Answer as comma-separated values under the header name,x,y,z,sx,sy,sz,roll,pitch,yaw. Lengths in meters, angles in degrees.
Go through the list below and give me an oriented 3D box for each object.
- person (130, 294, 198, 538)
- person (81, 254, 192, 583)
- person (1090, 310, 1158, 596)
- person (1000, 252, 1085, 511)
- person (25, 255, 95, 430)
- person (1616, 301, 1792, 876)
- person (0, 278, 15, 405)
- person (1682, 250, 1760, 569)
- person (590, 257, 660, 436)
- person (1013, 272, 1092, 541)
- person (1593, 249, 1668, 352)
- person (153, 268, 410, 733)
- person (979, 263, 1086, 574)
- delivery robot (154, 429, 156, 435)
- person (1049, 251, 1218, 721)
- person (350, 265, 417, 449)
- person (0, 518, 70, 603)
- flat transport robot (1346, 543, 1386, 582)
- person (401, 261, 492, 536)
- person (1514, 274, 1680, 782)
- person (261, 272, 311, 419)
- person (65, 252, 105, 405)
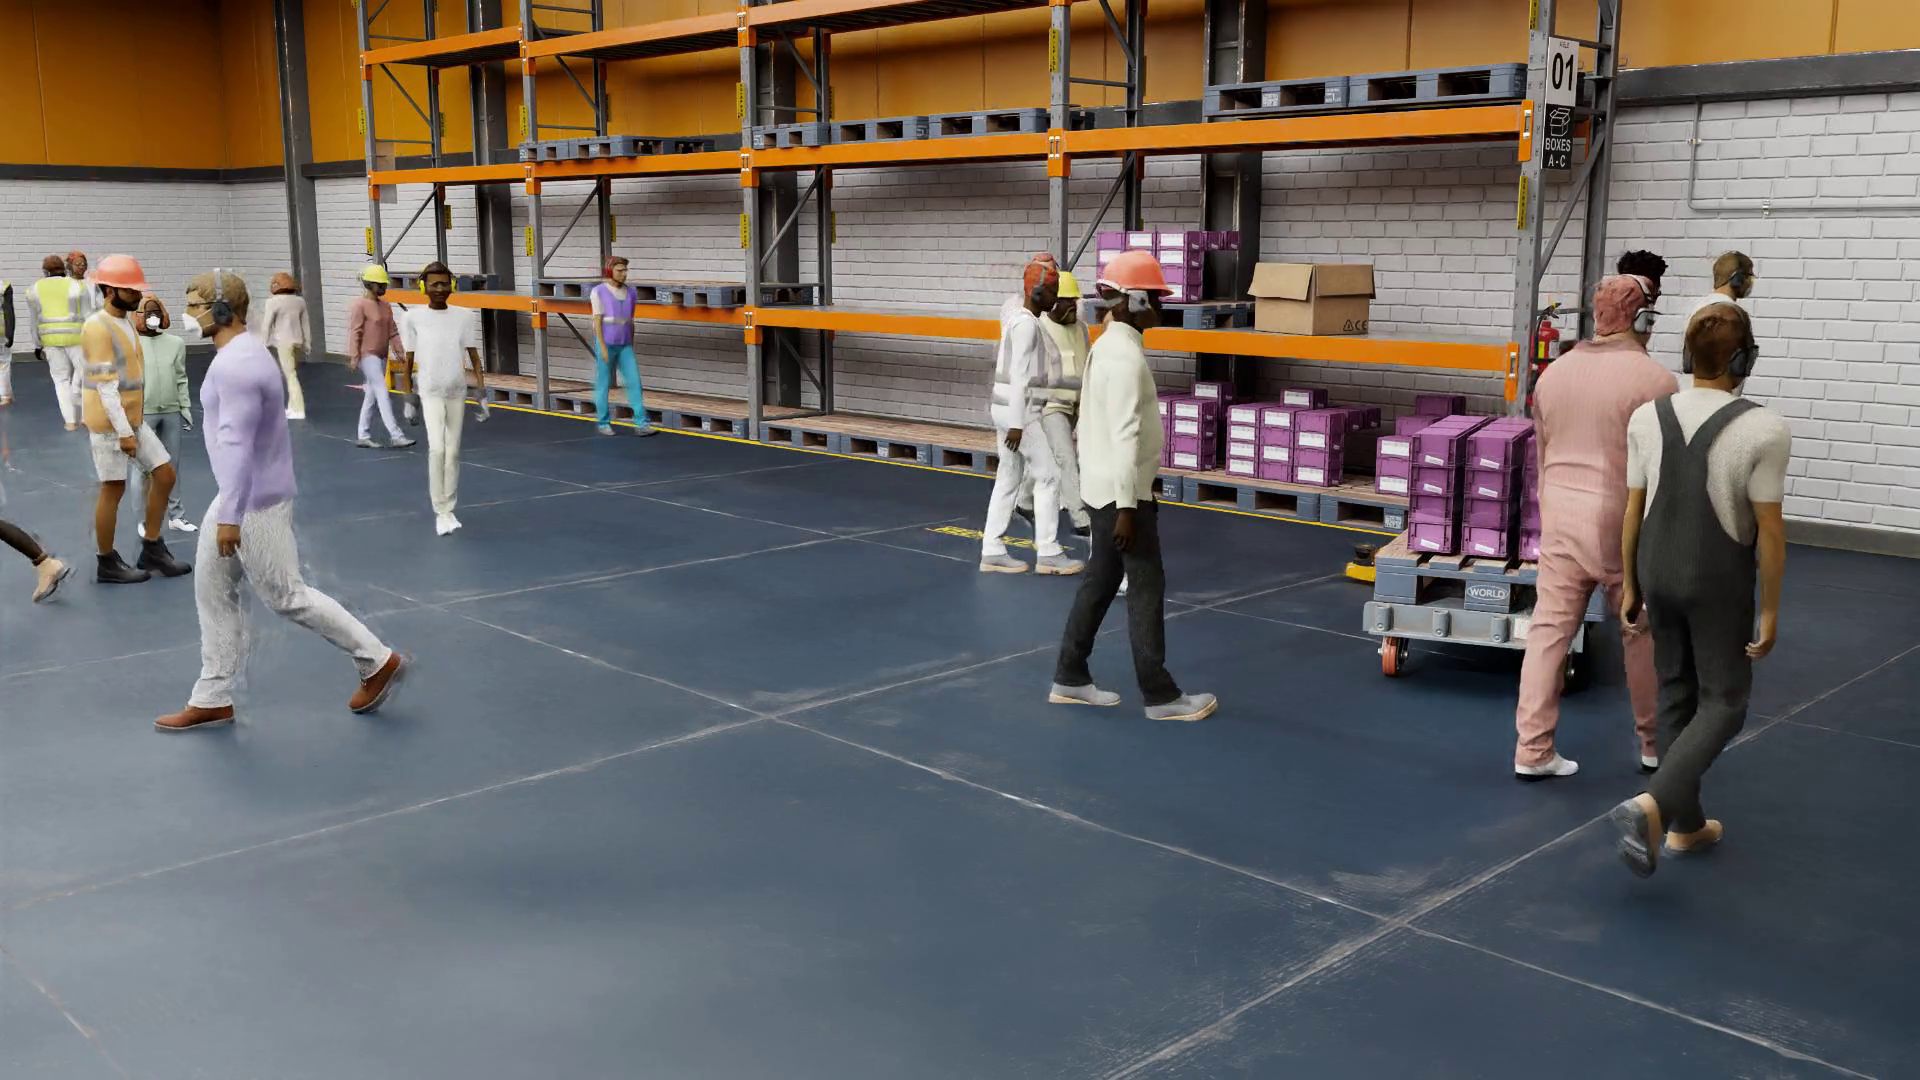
name,x,y,z,sx,sy,sz,roll,pitch,yaw
person,-5.440,-0.842,11.247,0.285,1.633,0.500,8,13,36
person,-4.780,-0.685,9.632,0.647,1.908,0.557,-1,10,-5
person,0.917,-0.471,9.218,0.433,1.623,0.538,-2,11,-11
person,0.610,-1.151,12.229,0.636,1.900,0.399,-1,10,-4
person,-9.284,-2.033,17.266,0.682,1.821,0.503,-2,11,-11
person,2.287,0.171,5.212,0.711,1.824,0.516,-9,13,-39
person,-11.452,-2.447,19.570,0.624,1.806,0.948,-3,11,-16
person,4.648,-0.769,10.035,0.571,1.926,0.662,0,10,0
person,-3.378,-1.912,16.629,0.895,1.804,0.573,10,14,43
person,0.657,-0.913,11.244,0.949,1.791,0.603,9,14,41
person,3.705,-0.680,9.517,0.552,1.942,0.660,5,11,24
person,-2.821,-0.162,6.829,0.953,1.905,0.639,-5,12,-26
person,0.462,-0.713,9.948,0.772,1.852,0.620,-1,10,-3
delivery robot,-7.818,-1.164,15.691,0.707,0.478,0.477,5,12,26
person,0.741,-0.205,6.986,0.723,1.975,0.636,-1,10,-3
person,-5.416,-1.711,15.682,0.778,1.738,0.532,3,11,15
person,-5.326,-0.436,8.947,0.796,1.661,0.526,-2,11,-11
flat transport robot,3.005,0.163,9.480,1.431,0.197,0.652,9,13,40
person,-3.453,-0.950,11.284,0.515,1.845,0.775,-7,13,-34
person,2.452,-0.035,6.180,0.921,1.868,0.664,-5,12,-27
person,-7.483,-2.139,18.392,0.662,1.609,0.519,5,12,26
person,-10.368,-2.482,19.668,1.011,1.834,0.587,7,12,33
